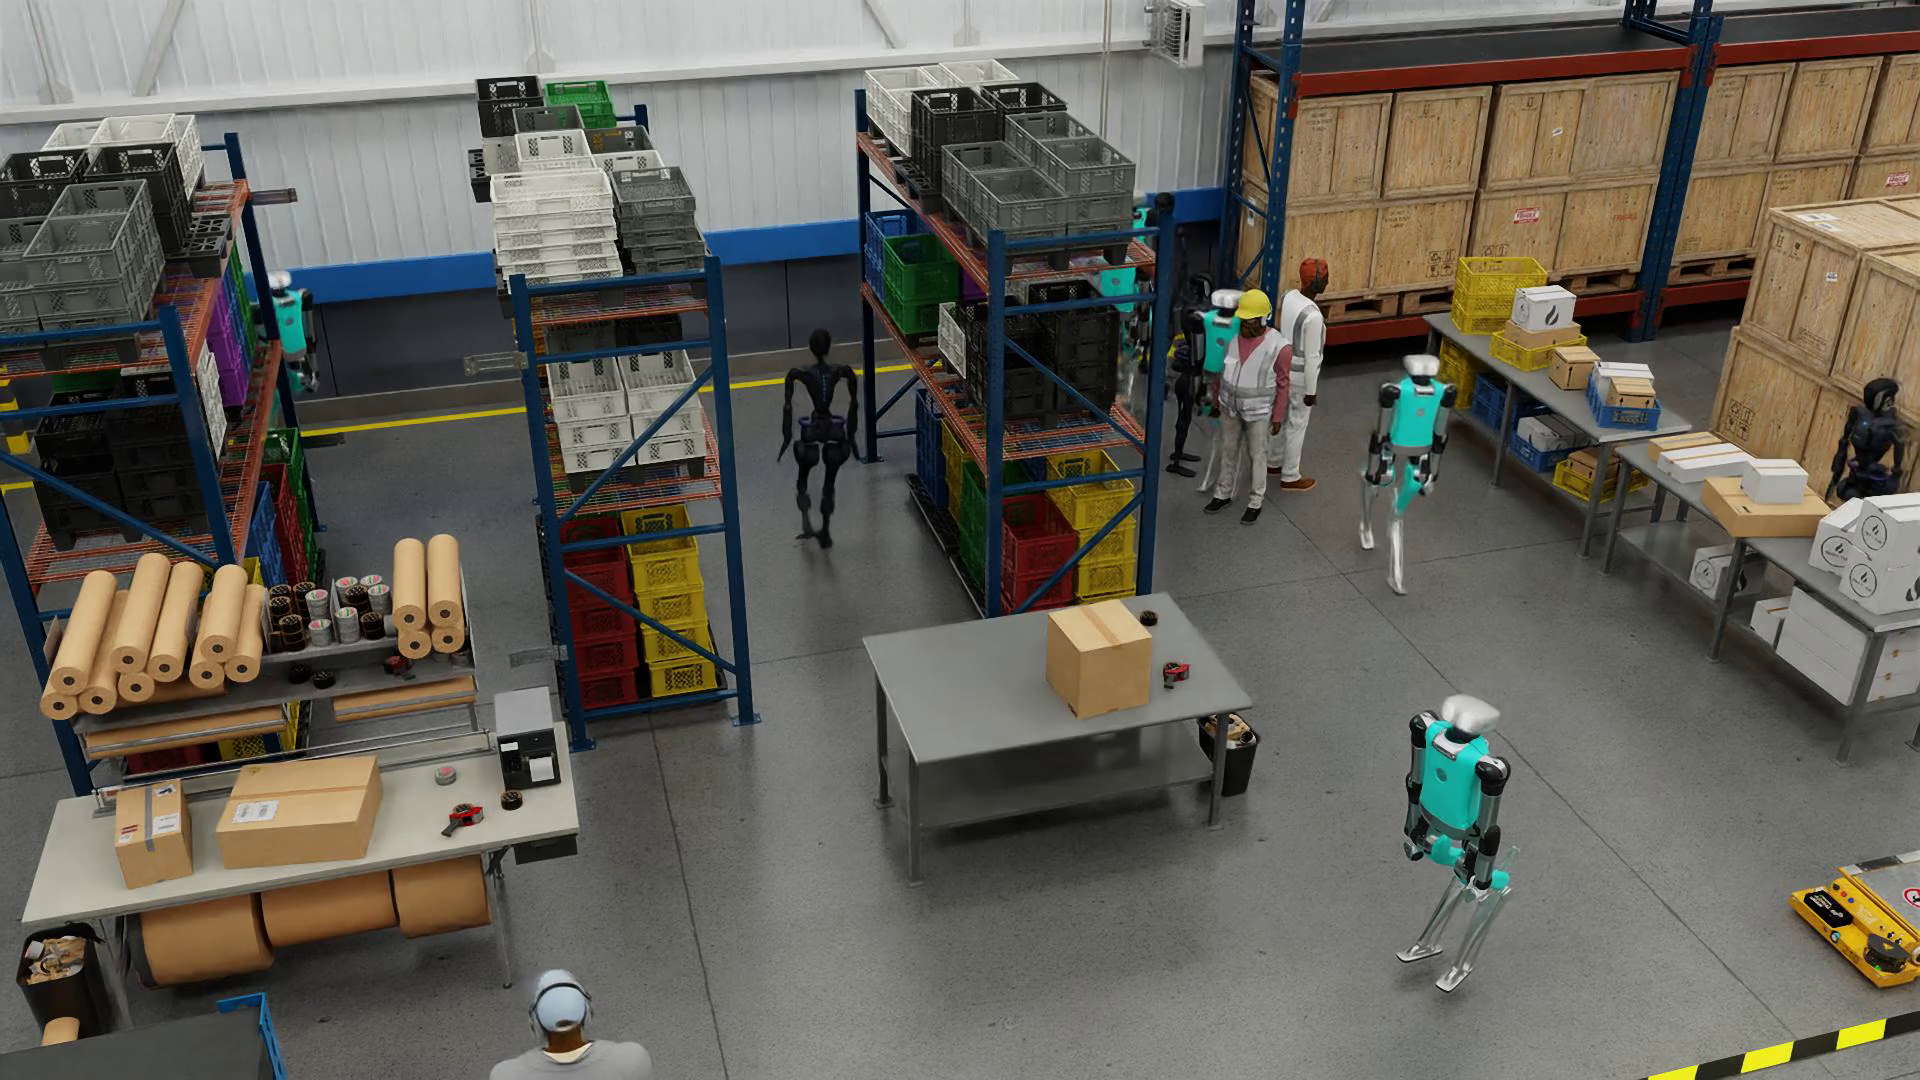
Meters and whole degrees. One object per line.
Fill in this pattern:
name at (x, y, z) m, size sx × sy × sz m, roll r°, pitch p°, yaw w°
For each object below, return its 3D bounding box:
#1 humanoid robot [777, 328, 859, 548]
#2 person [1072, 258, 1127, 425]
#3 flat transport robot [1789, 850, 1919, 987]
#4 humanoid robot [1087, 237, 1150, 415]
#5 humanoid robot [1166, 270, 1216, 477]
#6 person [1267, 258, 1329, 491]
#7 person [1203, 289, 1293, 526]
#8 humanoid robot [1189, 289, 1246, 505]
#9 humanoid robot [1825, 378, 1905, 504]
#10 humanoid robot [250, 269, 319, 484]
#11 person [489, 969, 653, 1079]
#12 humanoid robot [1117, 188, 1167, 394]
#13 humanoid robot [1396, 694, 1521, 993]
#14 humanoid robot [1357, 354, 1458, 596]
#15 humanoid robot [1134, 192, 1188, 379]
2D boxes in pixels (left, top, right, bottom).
humanoid robot at (-1.020, -0.724, 12.019) m, size 0.607 × 1.637 × 0.371 m, roll -7°, pitch 29°, yaw -12°
person at (1.158, -1.851, 13.730) m, size 0.678 × 2.012 × 0.655 m, roll 25°, pitch 37°, yaw 37°
flat transport robot at (5.163, 1.916, 8.676) m, size 1.431 × 0.231 × 0.659 m, roll -8°, pitch 30°, yaw -14°
humanoid robot at (1.348, -1.796, 13.765) m, size 0.533 × 1.677 × 0.735 m, roll 10°, pitch 30°, yaw 17°
humanoid robot at (1.843, -1.339, 13.119) m, size 0.315 × 1.657 × 0.599 m, roll 9°, pitch 30°, yaw 16°
person at (2.616, -1.271, 12.807) m, size 0.360 × 1.880 × 0.564 m, roll -7°, pitch 30°, yaw -13°
person at (2.121, -0.989, 12.336) m, size 0.602 × 1.830 × 0.404 m, roll 20°, pitch 34°, yaw 31°
humanoid robot at (2.047, -1.144, 12.674) m, size 0.531 × 1.744 × 0.766 m, roll 12°, pitch 31°, yaw 21°
humanoid robot at (6.191, -0.346, 11.333) m, size 0.431 × 1.633 × 0.585 m, roll -8°, pitch 30°, yaw -14°
humanoid robot at (-5.433, -1.321, 13.062) m, size 0.940 × 1.788 × 0.551 m, roll 19°, pitch 34°, yaw 31°
person at (-1.405, 2.341, 6.258) m, size 0.596 × 1.851 × 0.383 m, roll -7°, pitch 29°, yaw -12°
humanoid robot at (1.592, -2.092, 14.491) m, size 0.536 × 1.820 × 0.864 m, roll -13°, pitch 31°, yaw -22°
humanoid robot at (2.470, 1.394, 7.957) m, size 0.735 × 1.681 × 0.533 m, roll -17°, pitch 33°, yaw -28°
humanoid robot at (3.055, -0.569, 11.740) m, size 0.539 × 1.781 × 1.033 m, roll -2°, pitch 29°, yaw -4°
humanoid robot at (1.725, -2.254, 14.808) m, size 0.607 × 1.645 × 0.476 m, roll 20°, pitch 35°, yaw 32°
